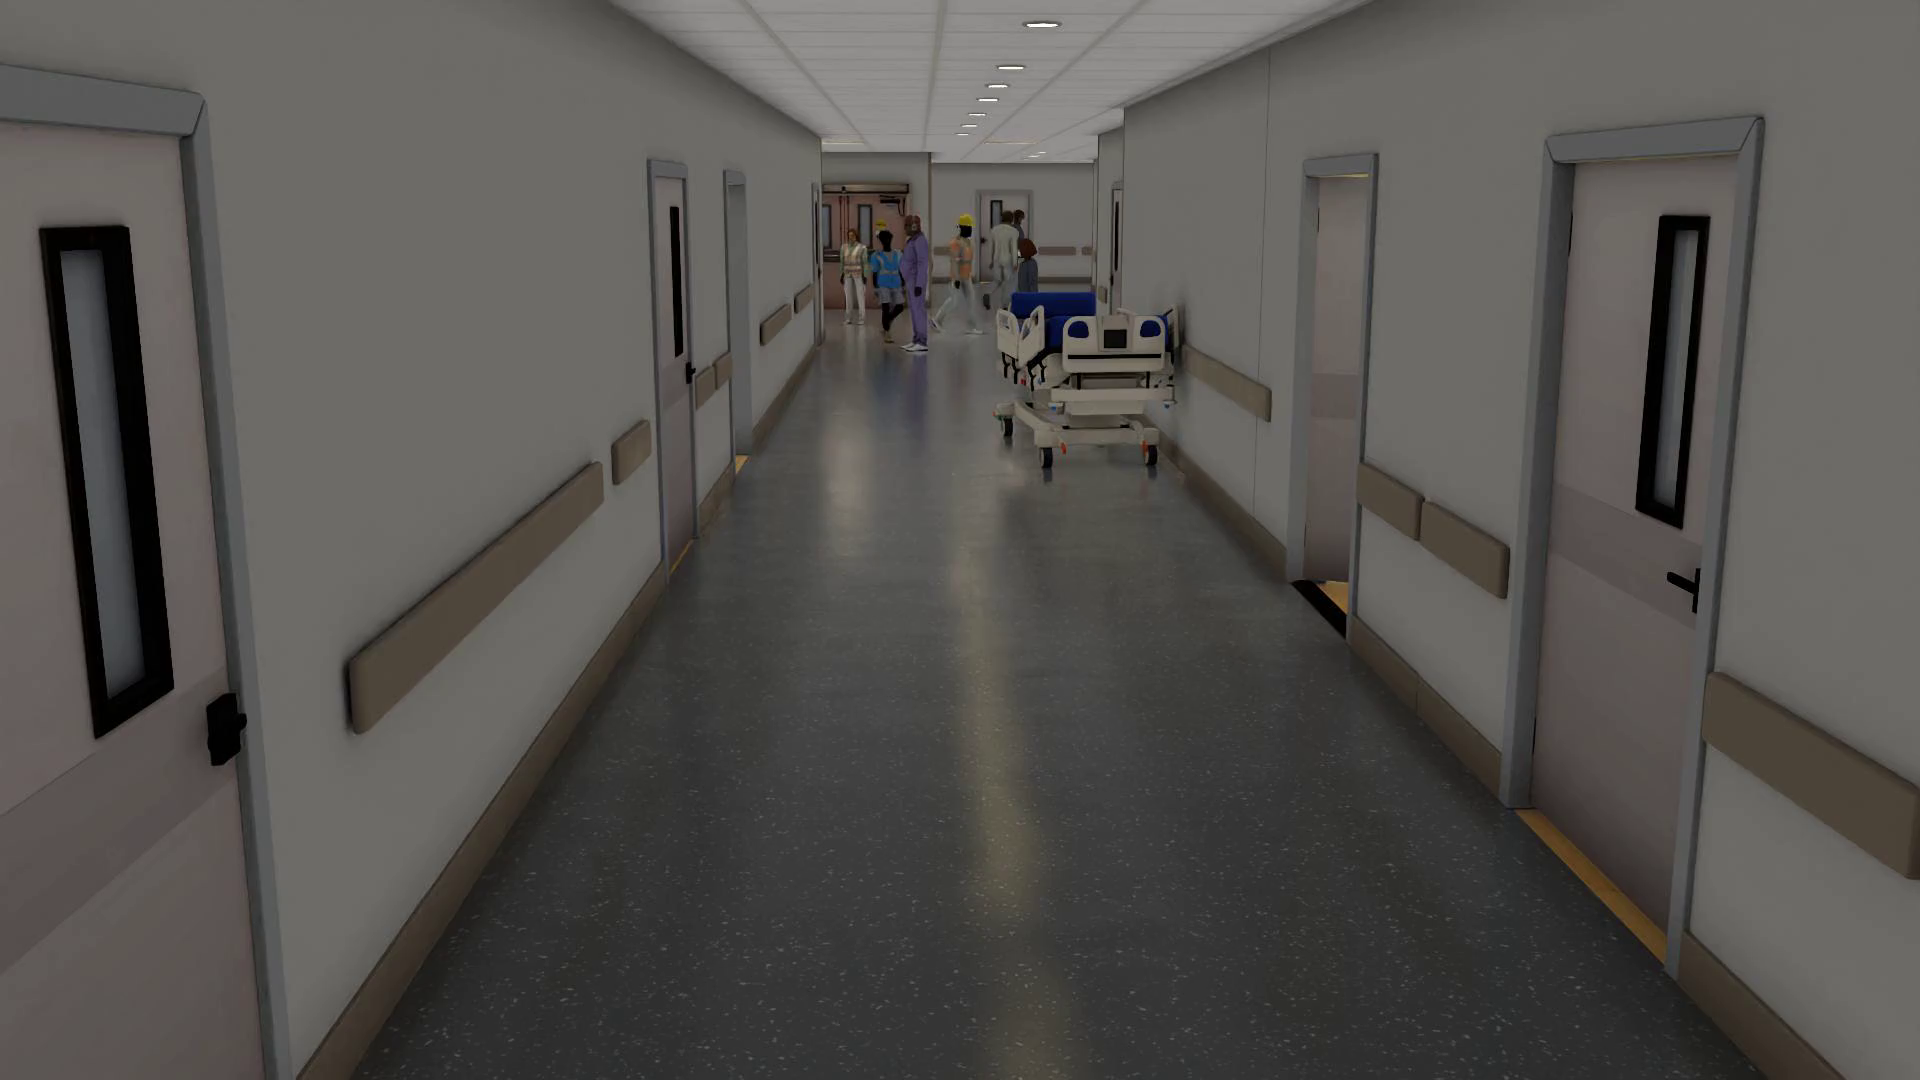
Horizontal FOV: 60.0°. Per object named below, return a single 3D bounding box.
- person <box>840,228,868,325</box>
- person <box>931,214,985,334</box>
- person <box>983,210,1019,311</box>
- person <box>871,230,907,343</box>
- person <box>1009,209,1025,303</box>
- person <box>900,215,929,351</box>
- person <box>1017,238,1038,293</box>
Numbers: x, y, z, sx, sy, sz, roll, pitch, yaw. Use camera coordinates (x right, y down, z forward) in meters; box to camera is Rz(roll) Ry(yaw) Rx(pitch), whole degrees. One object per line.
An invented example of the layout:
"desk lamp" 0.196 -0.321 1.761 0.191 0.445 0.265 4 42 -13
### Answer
"person" -1.795 -4.471 28.286 0.511 1.636 0.311 5 13 24
"person" -0.043 -4.204 26.357 0.867 1.897 0.595 7 14 31
"person" 0.778 -5.208 31.181 0.666 1.913 0.691 9 15 38
"person" -1.083 -3.802 24.918 0.547 1.675 0.619 -5 13 -24
"person" 1.106 -5.527 32.706 0.377 1.931 0.636 2 12 11
"person" -0.648 -3.616 23.451 0.403 1.904 0.651 -2 12 -11
"person" 0.867 -3.076 21.506 0.283 1.625 0.495 -4 12 -20
